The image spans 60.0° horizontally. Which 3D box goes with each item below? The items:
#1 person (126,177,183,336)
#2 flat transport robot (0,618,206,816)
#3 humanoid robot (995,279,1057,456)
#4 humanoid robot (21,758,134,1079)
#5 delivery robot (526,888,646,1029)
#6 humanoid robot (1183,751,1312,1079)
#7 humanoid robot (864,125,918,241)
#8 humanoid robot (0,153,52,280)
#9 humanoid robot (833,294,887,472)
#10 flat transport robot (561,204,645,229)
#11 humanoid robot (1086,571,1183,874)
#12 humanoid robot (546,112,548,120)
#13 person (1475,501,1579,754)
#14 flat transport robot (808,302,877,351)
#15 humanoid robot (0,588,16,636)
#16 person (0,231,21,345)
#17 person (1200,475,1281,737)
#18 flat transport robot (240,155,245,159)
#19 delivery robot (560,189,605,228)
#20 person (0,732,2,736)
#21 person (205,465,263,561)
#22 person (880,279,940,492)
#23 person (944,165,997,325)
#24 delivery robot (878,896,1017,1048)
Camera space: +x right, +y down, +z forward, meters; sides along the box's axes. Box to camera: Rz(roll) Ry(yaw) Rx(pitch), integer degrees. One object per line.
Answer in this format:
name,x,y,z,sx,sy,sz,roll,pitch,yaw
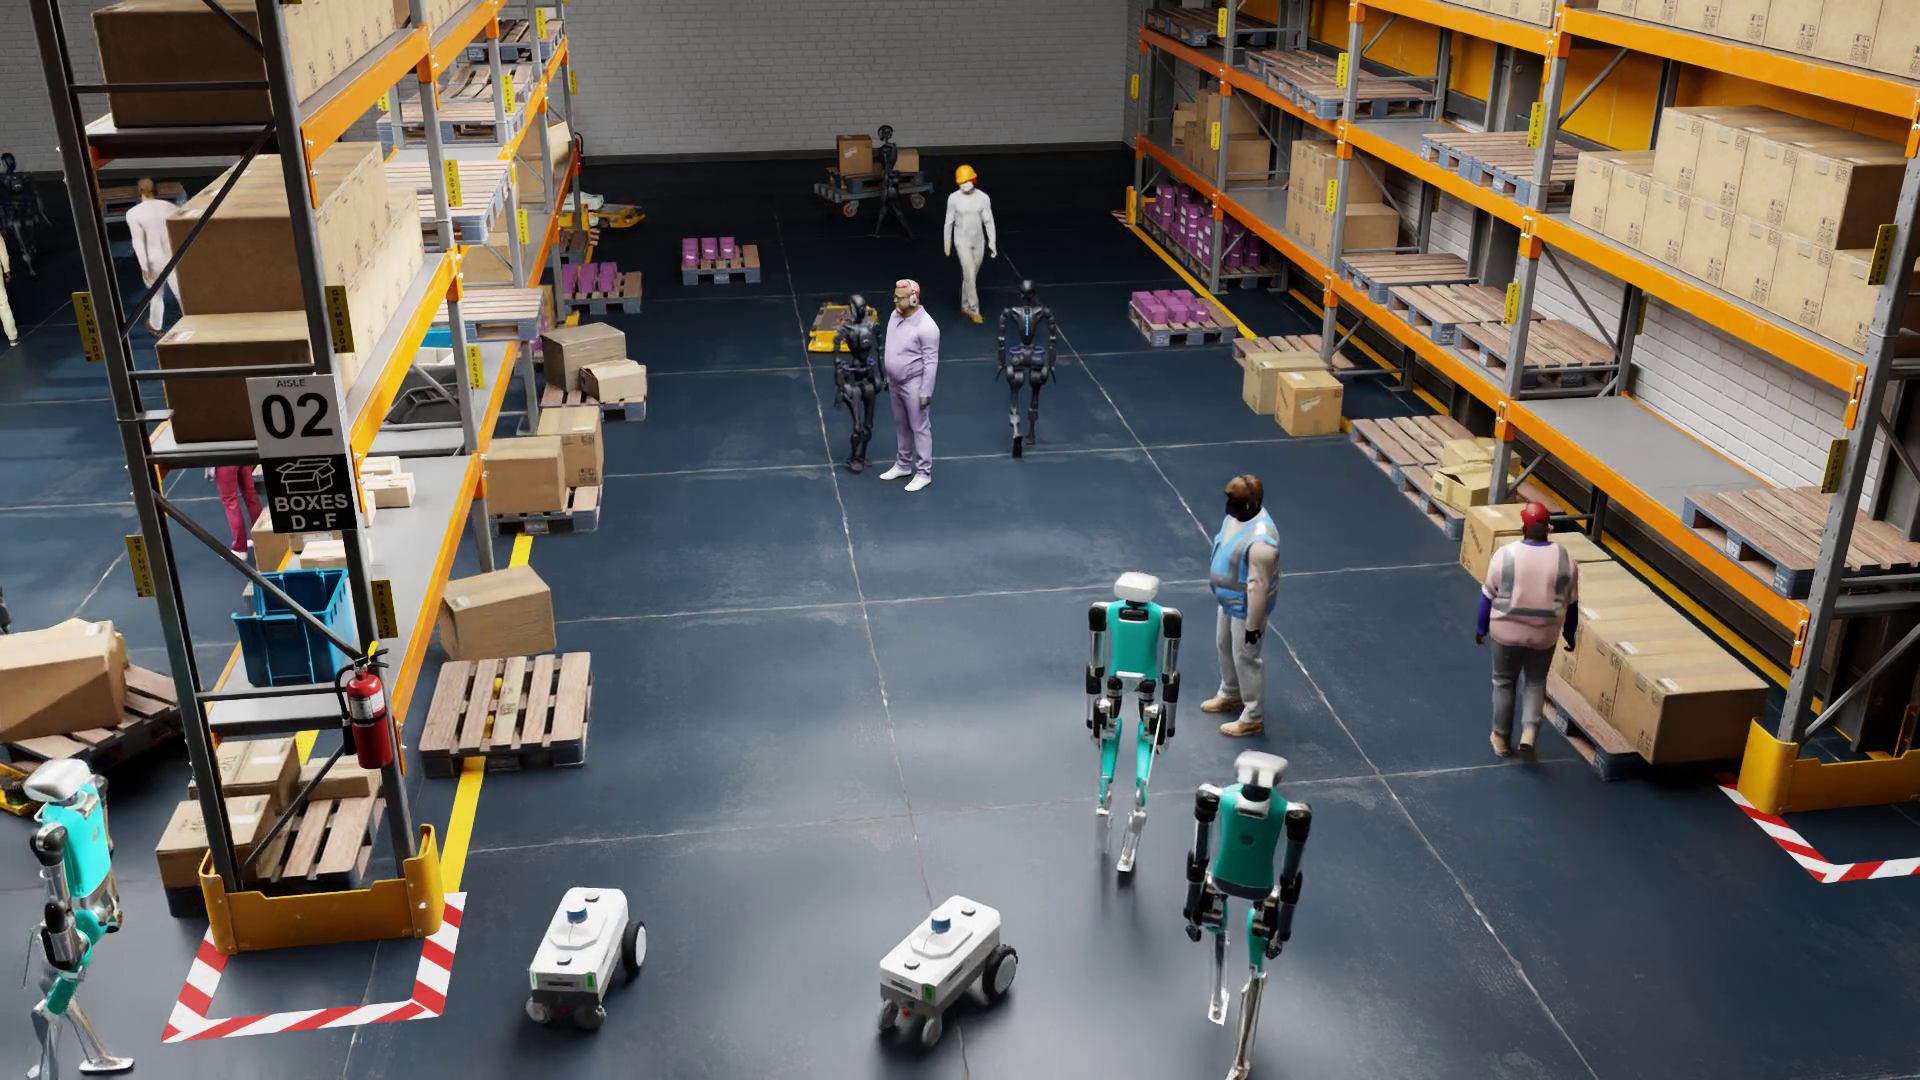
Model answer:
person,-9.082,-3.178,18.916,1.039,1.874,0.637,19,30,36
flat transport robot,-5.605,1.293,10.733,0.659,0.231,1.431,13,27,27
humanoid robot,0.633,-1.639,15.675,0.590,1.635,0.643,0,24,0
humanoid robot,-4.262,1.864,7.746,0.783,1.891,0.546,0,24,-1
delivery robot,-1.946,2.109,8.541,0.525,0.614,0.786,2,24,3
humanoid robot,1.384,1.695,8.011,0.555,1.785,0.869,7,25,15
humanoid robot,-0.990,-5.010,23.415,0.795,1.624,0.590,1,24,2
humanoid robot,-12.171,-4.211,21.591,0.806,1.625,0.599,21,31,39
humanoid robot,-0.886,-1.445,15.218,0.611,1.652,0.359,-18,29,-35
flat transport robot,-5.457,-4.806,24.626,1.431,0.231,0.659,4,24,9
humanoid robot,0.920,1.136,9.310,0.540,1.794,0.808,6,24,13
humanoid robot,-6.824,-6.480,26.767,0.600,1.639,0.785,4,24,8
person,3.581,0.582,10.523,0.626,1.736,0.423,4,24,9
flat transport robot,-1.348,-2.468,19.301,0.659,0.231,1.431,1,24,2
humanoid robot,-6.298,0.612,10.546,0.604,1.641,0.460,-11,26,-24
person,-11.015,-3.034,18.741,0.574,1.749,0.334,-15,28,-30
person,1.831,0.414,10.803,0.431,1.826,0.634,-3,24,-7
flat transport robot,-9.966,-4.998,25.065,1.431,0.231,0.659,-18,29,-35
delivery robot,-5.585,-4.891,24.466,0.767,0.595,0.521,0,24,0
person,-5.712,1.037,9.226,0.626,1.947,0.983,-1,24,-2
person,-5.893,-0.634,13.431,0.284,1.626,0.499,8,25,17
person,-0.470,-1.382,14.790,0.409,1.910,0.636,-17,29,-33
person,0.138,-3.487,19.644,0.529,1.859,0.685,-11,26,-23
delivery robot,-0.083,2.138,8.455,0.499,0.596,0.775,15,28,30
